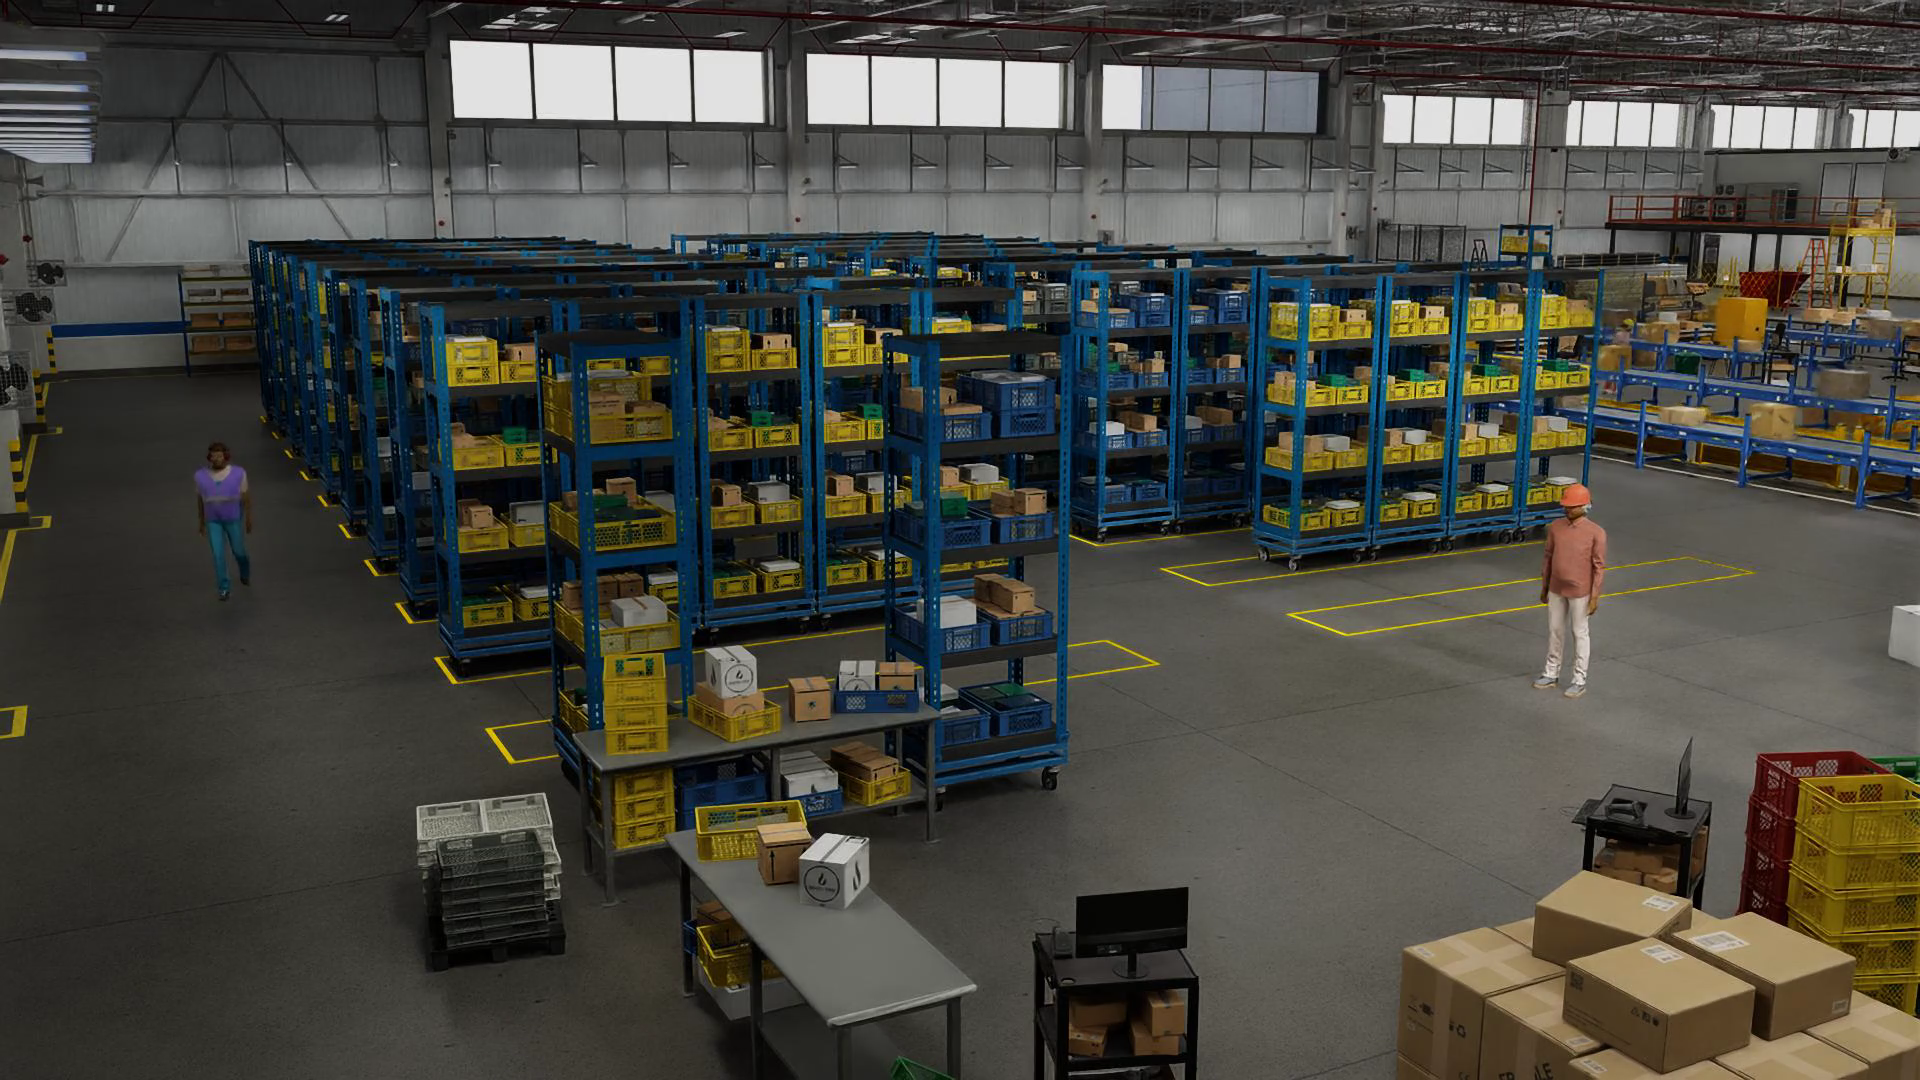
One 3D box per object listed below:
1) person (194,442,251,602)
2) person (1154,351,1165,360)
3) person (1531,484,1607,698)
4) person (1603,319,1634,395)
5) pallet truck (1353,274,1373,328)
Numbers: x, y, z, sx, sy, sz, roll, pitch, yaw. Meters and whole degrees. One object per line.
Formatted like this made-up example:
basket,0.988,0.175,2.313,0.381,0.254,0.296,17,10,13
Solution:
person,-8.451,-0.240,19.129,0.569,1.829,0.616,-3,12,-13
person,3.999,-3.566,34.684,0.589,1.822,0.403,2,12,10
person,5.664,0.459,15.453,0.387,1.992,0.622,-9,15,-35
person,14.867,-4.127,37.522,0.648,1.724,0.540,11,16,42
pallet truck,13.011,-8.050,55.243,0.823,1.965,1.885,-7,14,-28
